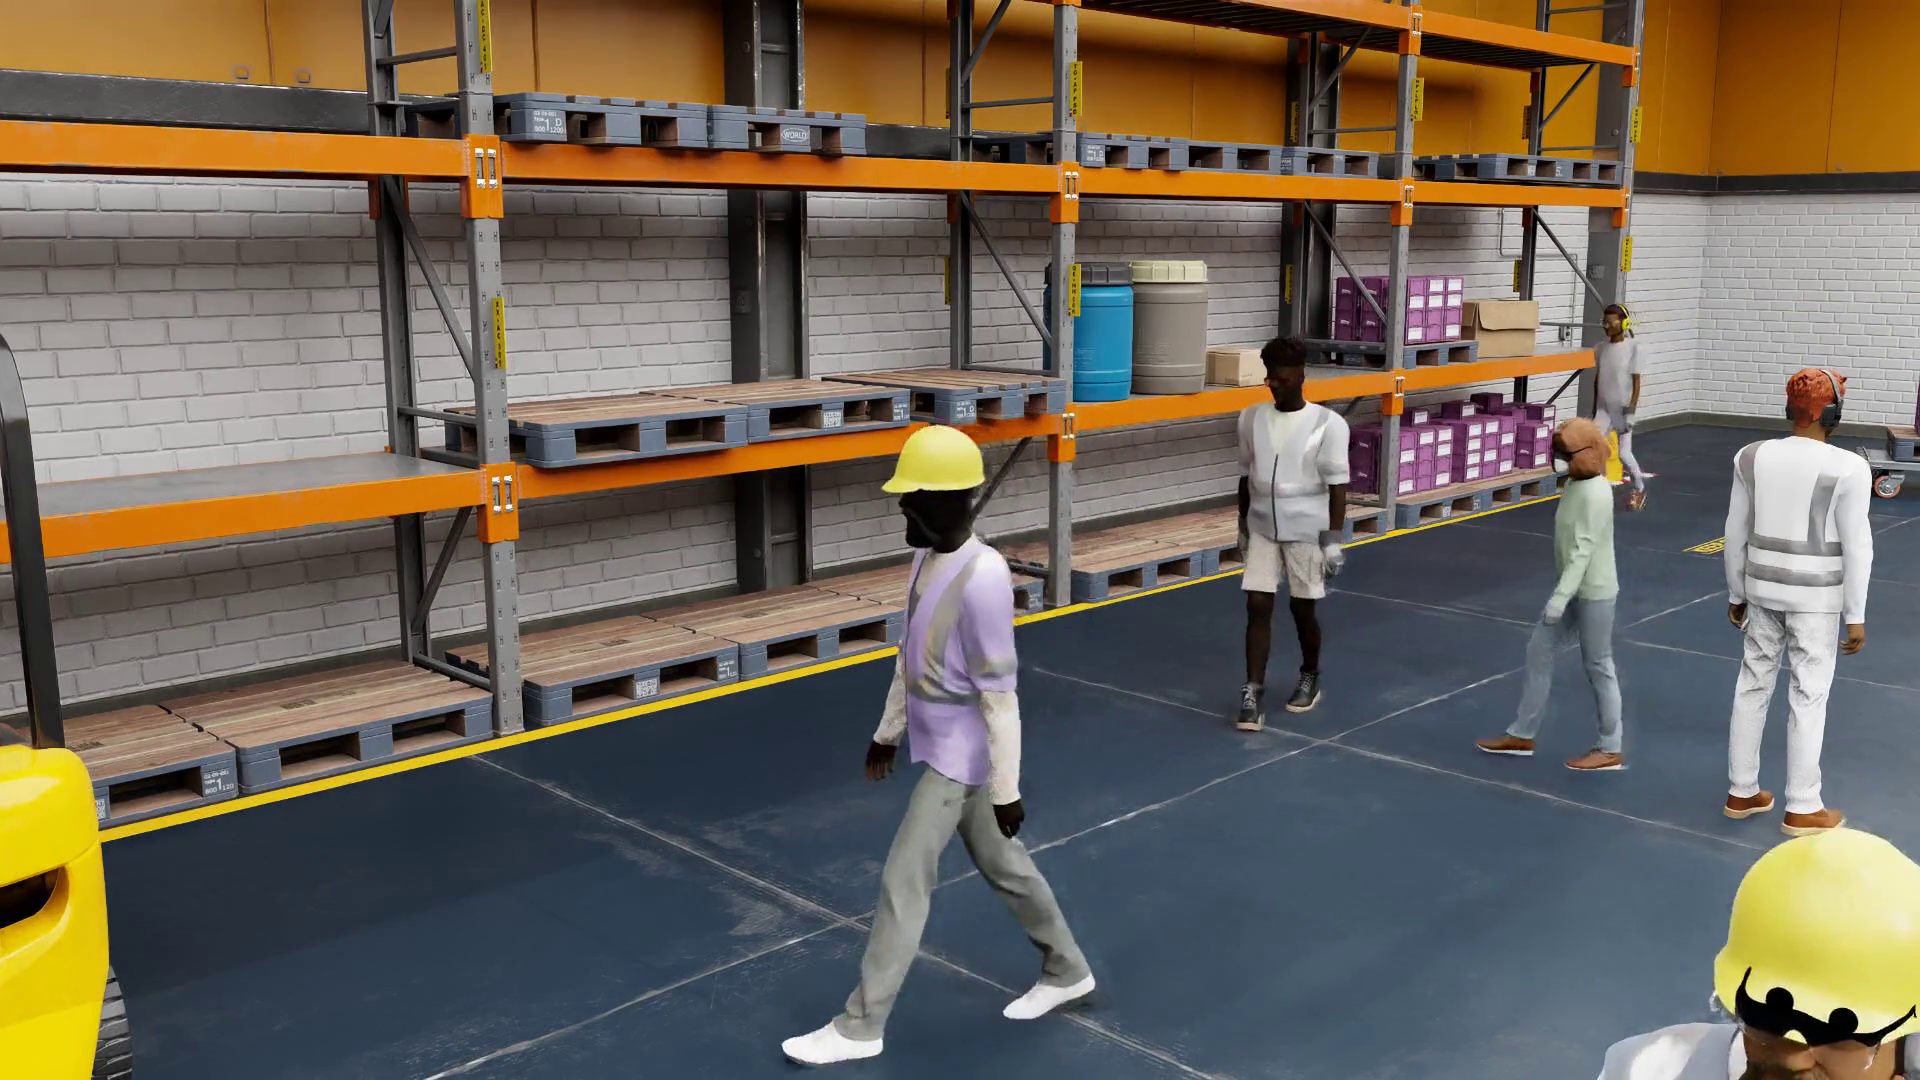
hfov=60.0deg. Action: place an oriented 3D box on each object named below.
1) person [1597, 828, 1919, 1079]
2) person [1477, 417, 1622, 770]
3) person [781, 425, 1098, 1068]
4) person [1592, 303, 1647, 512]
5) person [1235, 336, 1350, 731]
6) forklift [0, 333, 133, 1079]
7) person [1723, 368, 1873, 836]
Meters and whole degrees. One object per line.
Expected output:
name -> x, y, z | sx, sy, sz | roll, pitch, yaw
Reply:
person -> 0.941, 1.186, 1.905 | 0.589, 1.782, 0.946 | 9, 14, 39
person -> 2.687, 0.252, 7.453 | 0.706, 1.605, 0.498 | 0, 10, 2
person -> -0.011, 0.592, 4.888 | 1.006, 1.878, 0.593 | -2, 11, -12
person -> 5.659, -1.111, 14.303 | 0.893, 1.828, 0.515 | -8, 13, -38
person -> 1.603, -0.038, 8.218 | 0.649, 1.908, 0.815 | 7, 12, 32
forklift -> -3.289, 0.485, 4.582 | 1.214, 2.155, 2.313 | -10, 14, -44
person -> 3.375, 0.248, 6.720 | 0.344, 1.882, 0.584 | -7, 12, -32
